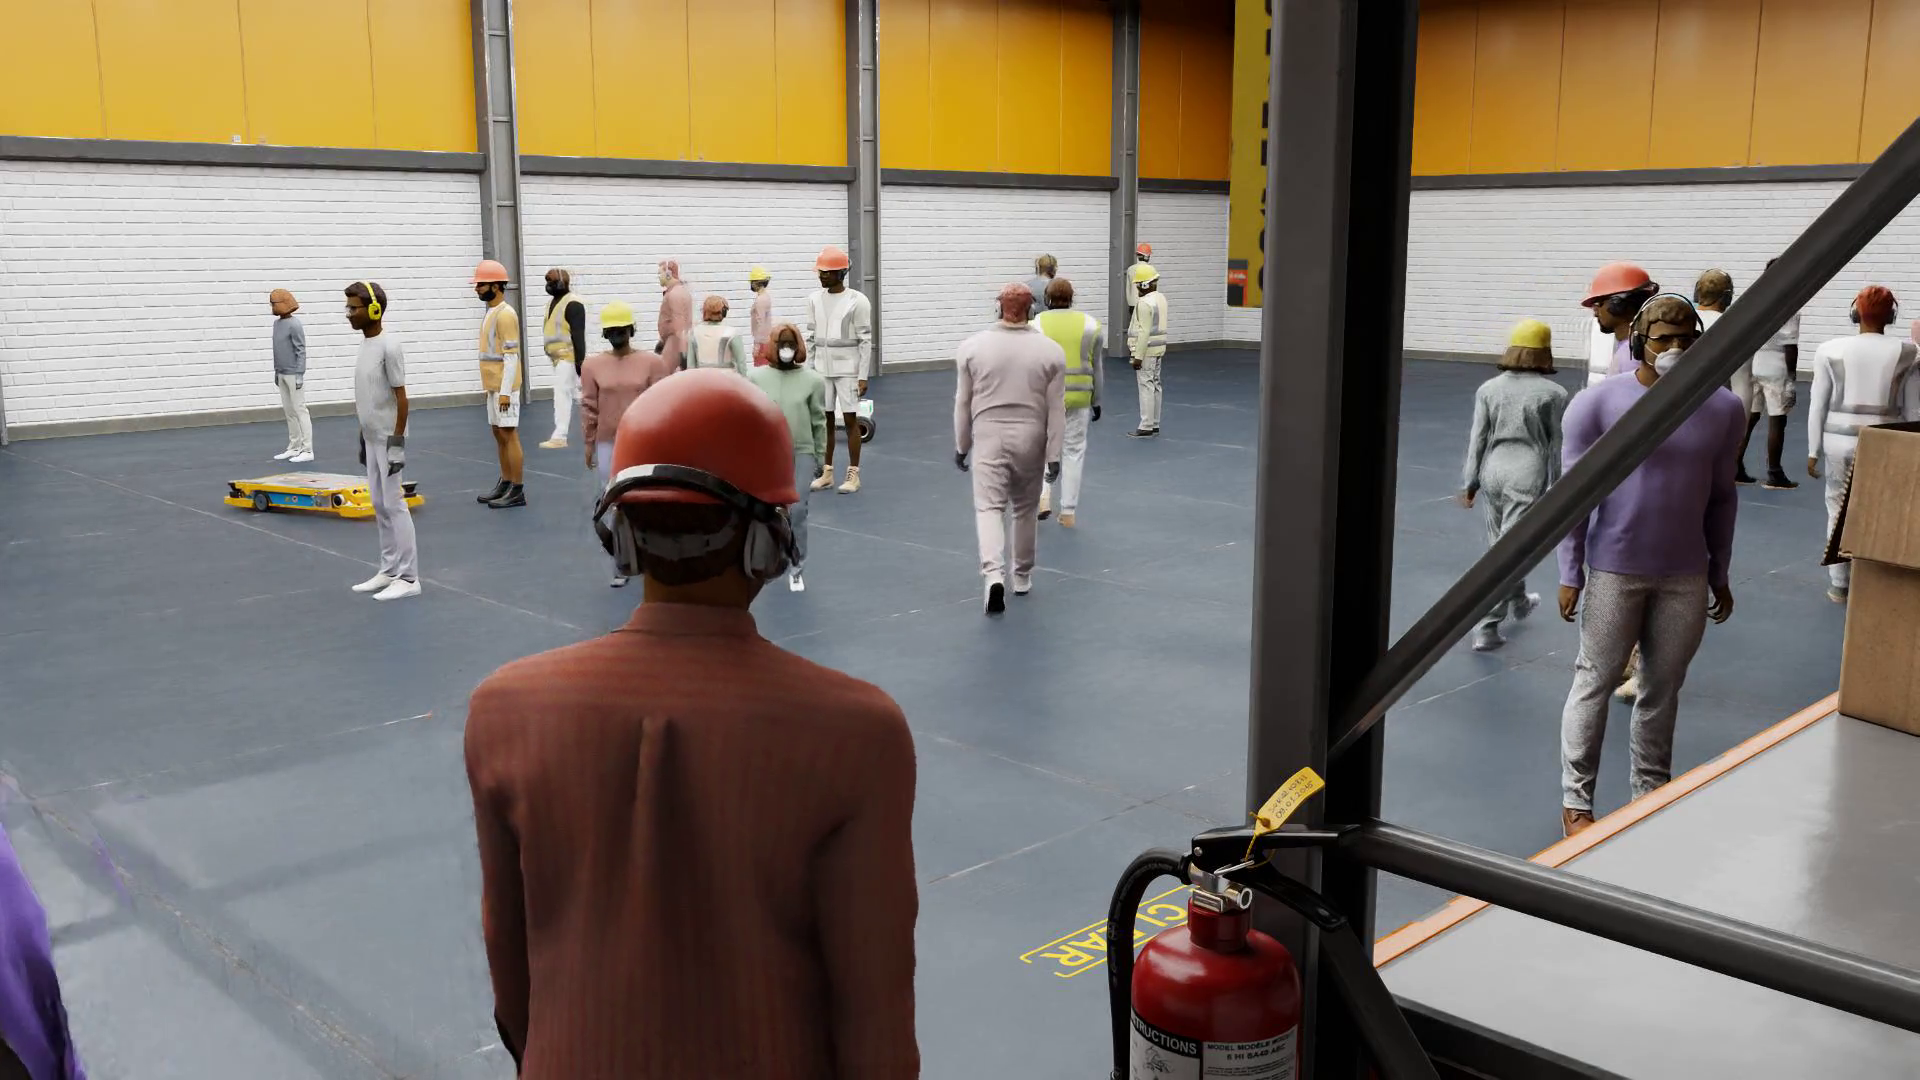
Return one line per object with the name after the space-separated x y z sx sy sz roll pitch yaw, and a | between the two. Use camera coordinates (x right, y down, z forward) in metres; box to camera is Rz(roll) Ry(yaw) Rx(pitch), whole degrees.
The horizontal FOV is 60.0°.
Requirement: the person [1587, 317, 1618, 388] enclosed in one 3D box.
4.838 -1.049 12.437 0.986 1.843 0.565 -4 11 -21 | person

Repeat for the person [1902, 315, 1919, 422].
7.344 -1.054 12.346 0.652 1.886 0.753 -2 10 -8 | person

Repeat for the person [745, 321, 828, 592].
-1.048 -0.517 10.084 0.504 1.624 0.463 0 10 -2 | person

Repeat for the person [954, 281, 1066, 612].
0.287 -0.544 9.567 0.639 1.876 0.909 0 10 0 | person

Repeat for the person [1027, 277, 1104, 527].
0.740 -1.002 12.207 0.643 1.830 0.442 0 10 -2 | person

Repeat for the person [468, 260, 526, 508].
-3.637 -1.220 13.078 0.361 1.938 0.545 -6 12 -29 | person

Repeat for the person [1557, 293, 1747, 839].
2.376 0.119 5.774 0.633 1.938 0.356 0 10 -2 | person

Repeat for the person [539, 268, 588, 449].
-3.908 -1.846 16.850 0.801 1.819 0.638 -7 12 -33 | person

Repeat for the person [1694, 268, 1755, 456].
4.591 -0.711 10.341 0.371 1.932 0.631 -9 14 -42 | person

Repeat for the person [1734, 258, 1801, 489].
6.843 -1.400 14.065 0.508 1.958 0.663 -3 11 -16 | person

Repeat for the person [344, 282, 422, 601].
-3.409 -0.577 9.781 0.310 1.861 0.533 -9 14 -39 | person

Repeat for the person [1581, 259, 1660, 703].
3.106 -0.279 7.720 0.524 2.018 0.649 4 11 21 | person

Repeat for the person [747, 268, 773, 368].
-2.290 -2.302 19.530 0.484 1.753 0.551 1 10 3 | person

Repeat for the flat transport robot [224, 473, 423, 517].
-4.972 -0.367 12.974 1.431 0.197 0.652 5 11 25 | flat transport robot

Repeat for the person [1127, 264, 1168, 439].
1.967 -1.983 17.540 0.404 1.828 0.587 5 11 25 | person

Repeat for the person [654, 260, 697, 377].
-3.199 -2.183 18.569 0.973 1.848 0.632 0 10 2 | person

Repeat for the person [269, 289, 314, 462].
-6.345 -1.553 15.726 0.505 1.631 0.278 10 14 43 | person

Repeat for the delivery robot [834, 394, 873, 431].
-1.254 -1.338 17.241 0.707 0.478 0.477 0 10 -2 | delivery robot

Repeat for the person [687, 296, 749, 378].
-2.039 -1.269 14.232 0.537 1.617 0.666 5 11 23 | person

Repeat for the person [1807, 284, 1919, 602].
5.128 -0.512 9.441 0.581 1.864 0.755 5 11 25 | person

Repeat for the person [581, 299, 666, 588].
-2.048 -0.604 10.221 0.539 1.748 0.492 -1 10 -3 | person

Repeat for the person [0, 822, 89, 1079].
-1.172 0.901 1.836 0.490 1.821 0.595 -8 13 -37 | person

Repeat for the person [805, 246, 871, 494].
-1.026 -1.397 13.765 0.609 2.040 0.394 6 12 30 | person

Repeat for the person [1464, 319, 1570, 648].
2.960 -0.308 8.764 0.910 1.691 0.493 -10 15 -44 | person

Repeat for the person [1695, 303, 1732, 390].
9.950 -2.691 21.850 0.861 1.649 0.548 -3 11 -17 | person

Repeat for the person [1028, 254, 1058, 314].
1.064 -2.335 19.235 0.925 1.903 0.648 -5 12 -27 | person

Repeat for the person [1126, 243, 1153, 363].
3.039 -3.926 27.679 0.379 1.995 0.608 -9 14 -41 | person

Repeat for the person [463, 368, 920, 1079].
-0.343 0.769 2.177 0.612 1.965 0.627 1 10 7 | person
